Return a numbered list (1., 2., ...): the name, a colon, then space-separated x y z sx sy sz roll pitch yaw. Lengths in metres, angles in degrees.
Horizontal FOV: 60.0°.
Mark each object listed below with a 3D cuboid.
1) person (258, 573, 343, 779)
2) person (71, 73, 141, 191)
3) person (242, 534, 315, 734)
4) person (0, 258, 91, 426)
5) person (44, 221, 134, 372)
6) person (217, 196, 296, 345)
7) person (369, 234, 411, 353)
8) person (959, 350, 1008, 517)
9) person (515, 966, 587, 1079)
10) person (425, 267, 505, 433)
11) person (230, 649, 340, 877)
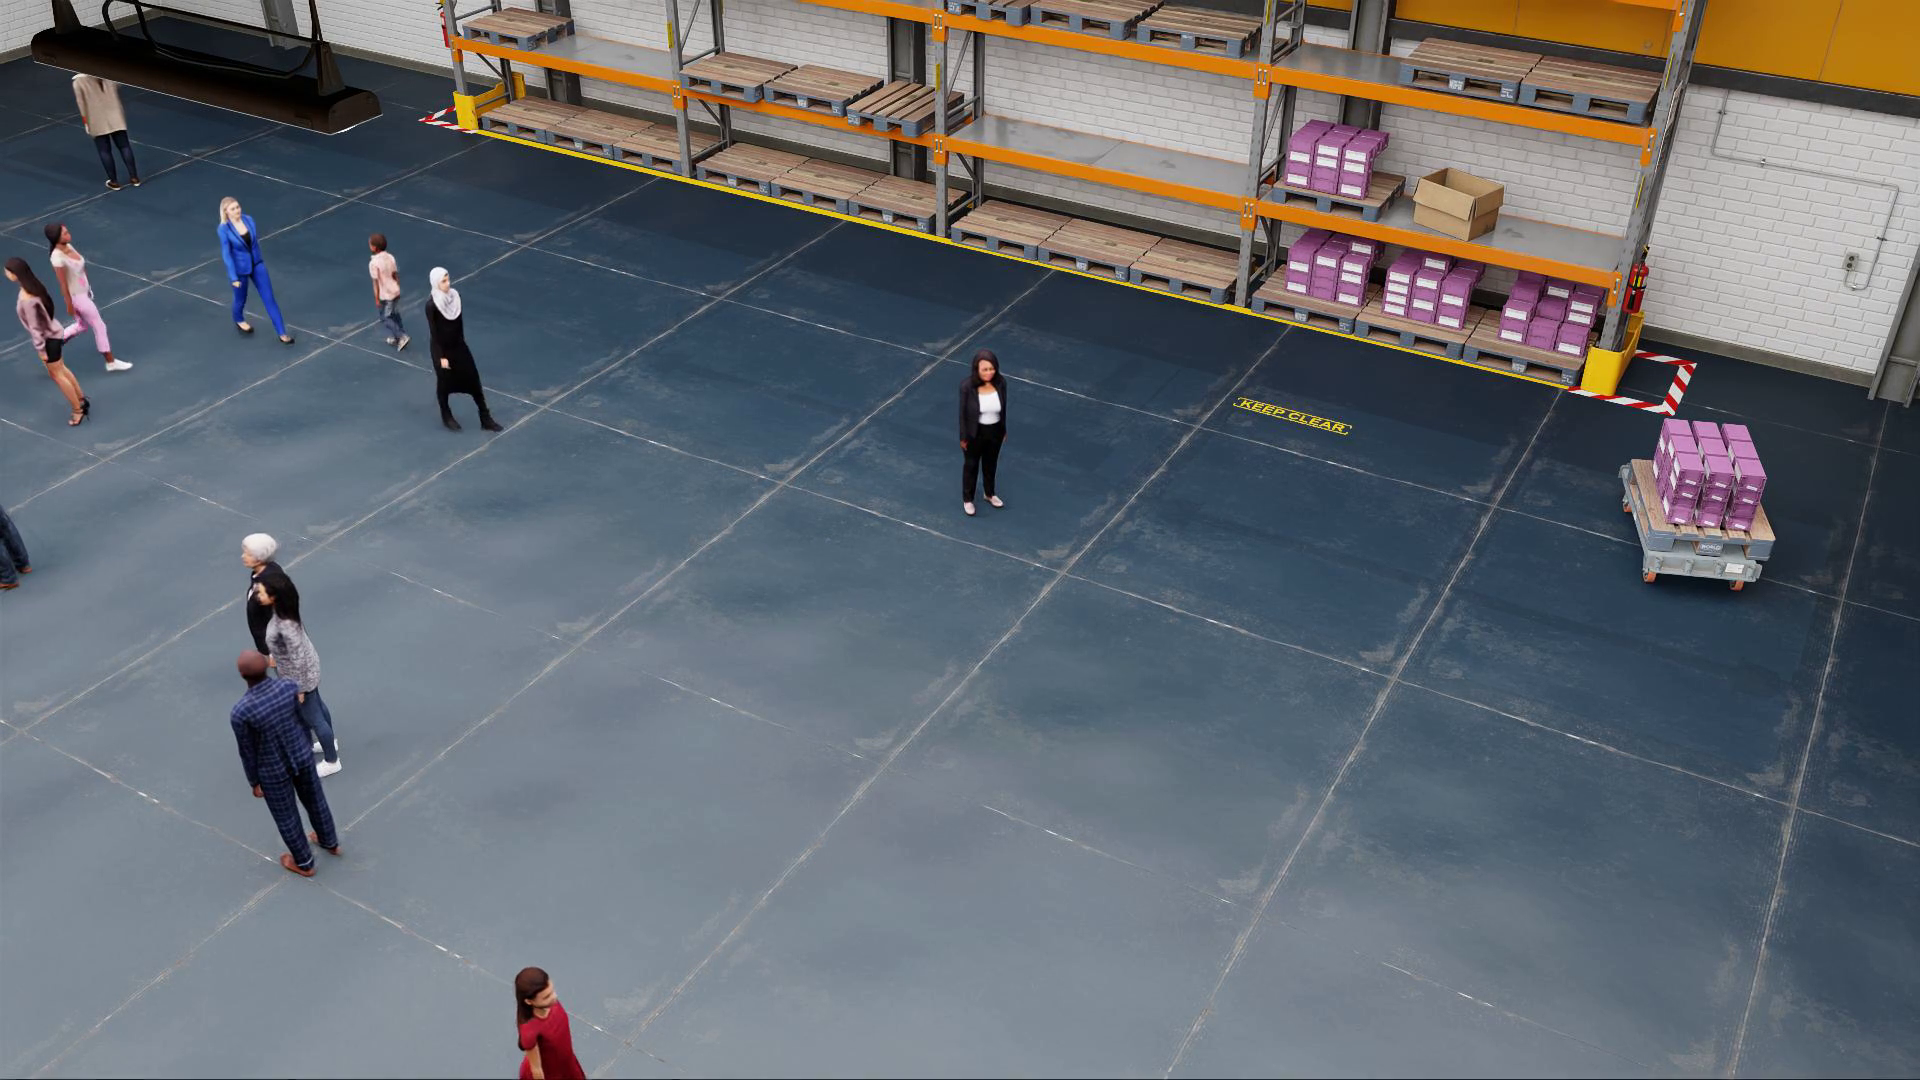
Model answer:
1. person: -4.790 0.960 12.087 0.748 1.732 0.666 -12 35 -17
2. person: -11.171 -5.523 21.696 0.781 1.893 0.798 -23 40 -31
3. person: -5.021 0.735 12.155 0.807 1.782 0.826 -11 35 -16
4. person: -8.975 -1.966 16.432 0.776 1.796 0.707 -10 35 -14
5. person: -9.261 -2.496 17.303 1.101 1.715 1.035 -8 34 -12
6. person: -7.771 -2.918 17.995 1.149 1.650 0.718 20 39 27
7. person: -6.107 -2.645 17.904 0.637 1.297 0.524 15 36 21
8. person: 0.202 -1.000 15.140 0.755 1.617 0.790 -16 37 -22
9. person: -2.294 2.936 9.276 0.704 1.553 0.646 4 34 6
10. person: -5.079 -1.854 16.304 0.956 1.751 0.669 22 39 29
11. person: -4.553 1.486 11.220 0.615 1.815 0.671 22 39 29
